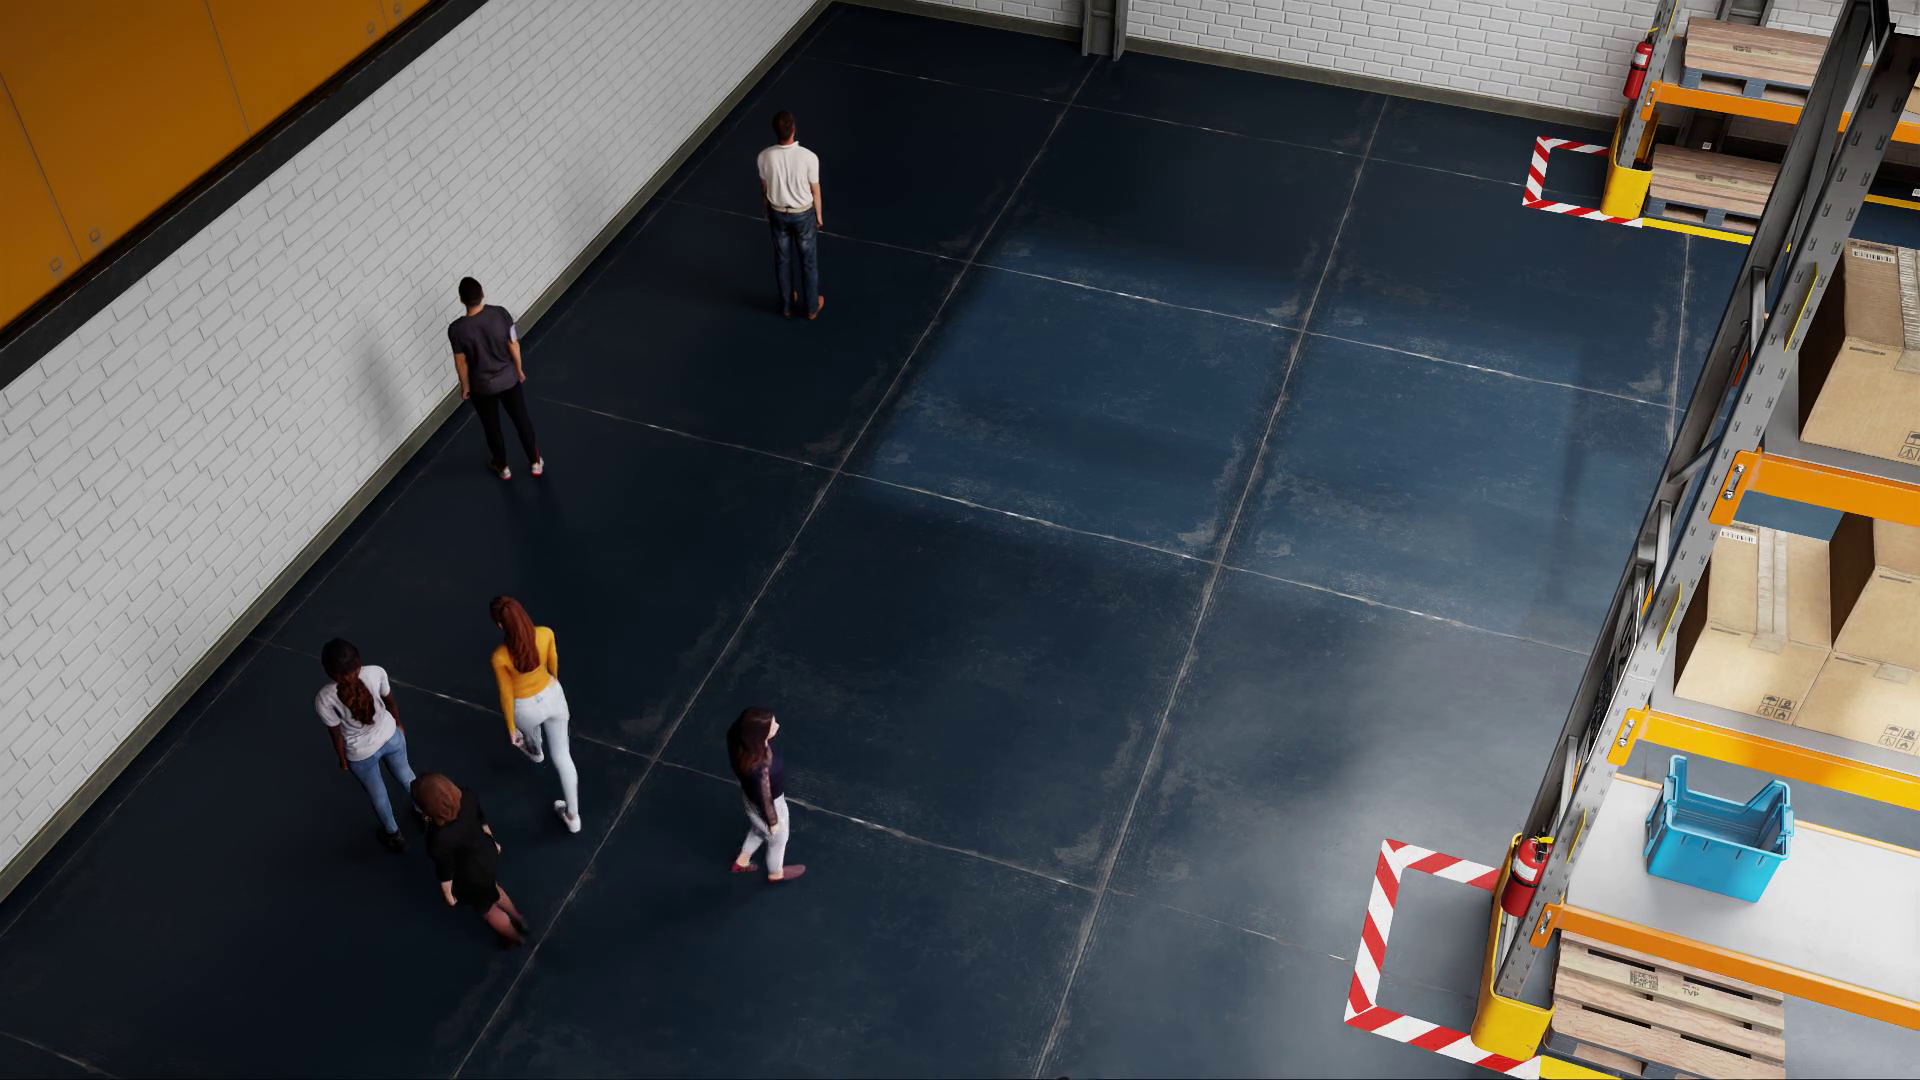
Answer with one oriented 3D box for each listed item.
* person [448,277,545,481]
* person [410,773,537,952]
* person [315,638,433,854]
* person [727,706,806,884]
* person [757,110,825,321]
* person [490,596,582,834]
[{"bbox_3d":[-3.399,-1.154,12.142,0.774,1.769,0.818,-24,49,-23],"label":"person"},{"bbox_3d":[-2.569,1.829,9.070,0.640,1.686,0.649,12,45,12],"label":"person"},{"bbox_3d":[-3.428,1.191,9.715,0.655,1.720,0.658,33,53,30],"label":"person"},{"bbox_3d":[-1.174,1.503,9.477,0.840,1.597,0.780,-17,46,-17],"label":"person"},{"bbox_3d":[-1.388,-2.659,13.660,0.572,1.853,0.755,6,44,7],"label":"person"},{"bbox_3d":[-2.441,1.068,9.855,1.001,1.705,1.180,-29,51,-27],"label":"person"}]
